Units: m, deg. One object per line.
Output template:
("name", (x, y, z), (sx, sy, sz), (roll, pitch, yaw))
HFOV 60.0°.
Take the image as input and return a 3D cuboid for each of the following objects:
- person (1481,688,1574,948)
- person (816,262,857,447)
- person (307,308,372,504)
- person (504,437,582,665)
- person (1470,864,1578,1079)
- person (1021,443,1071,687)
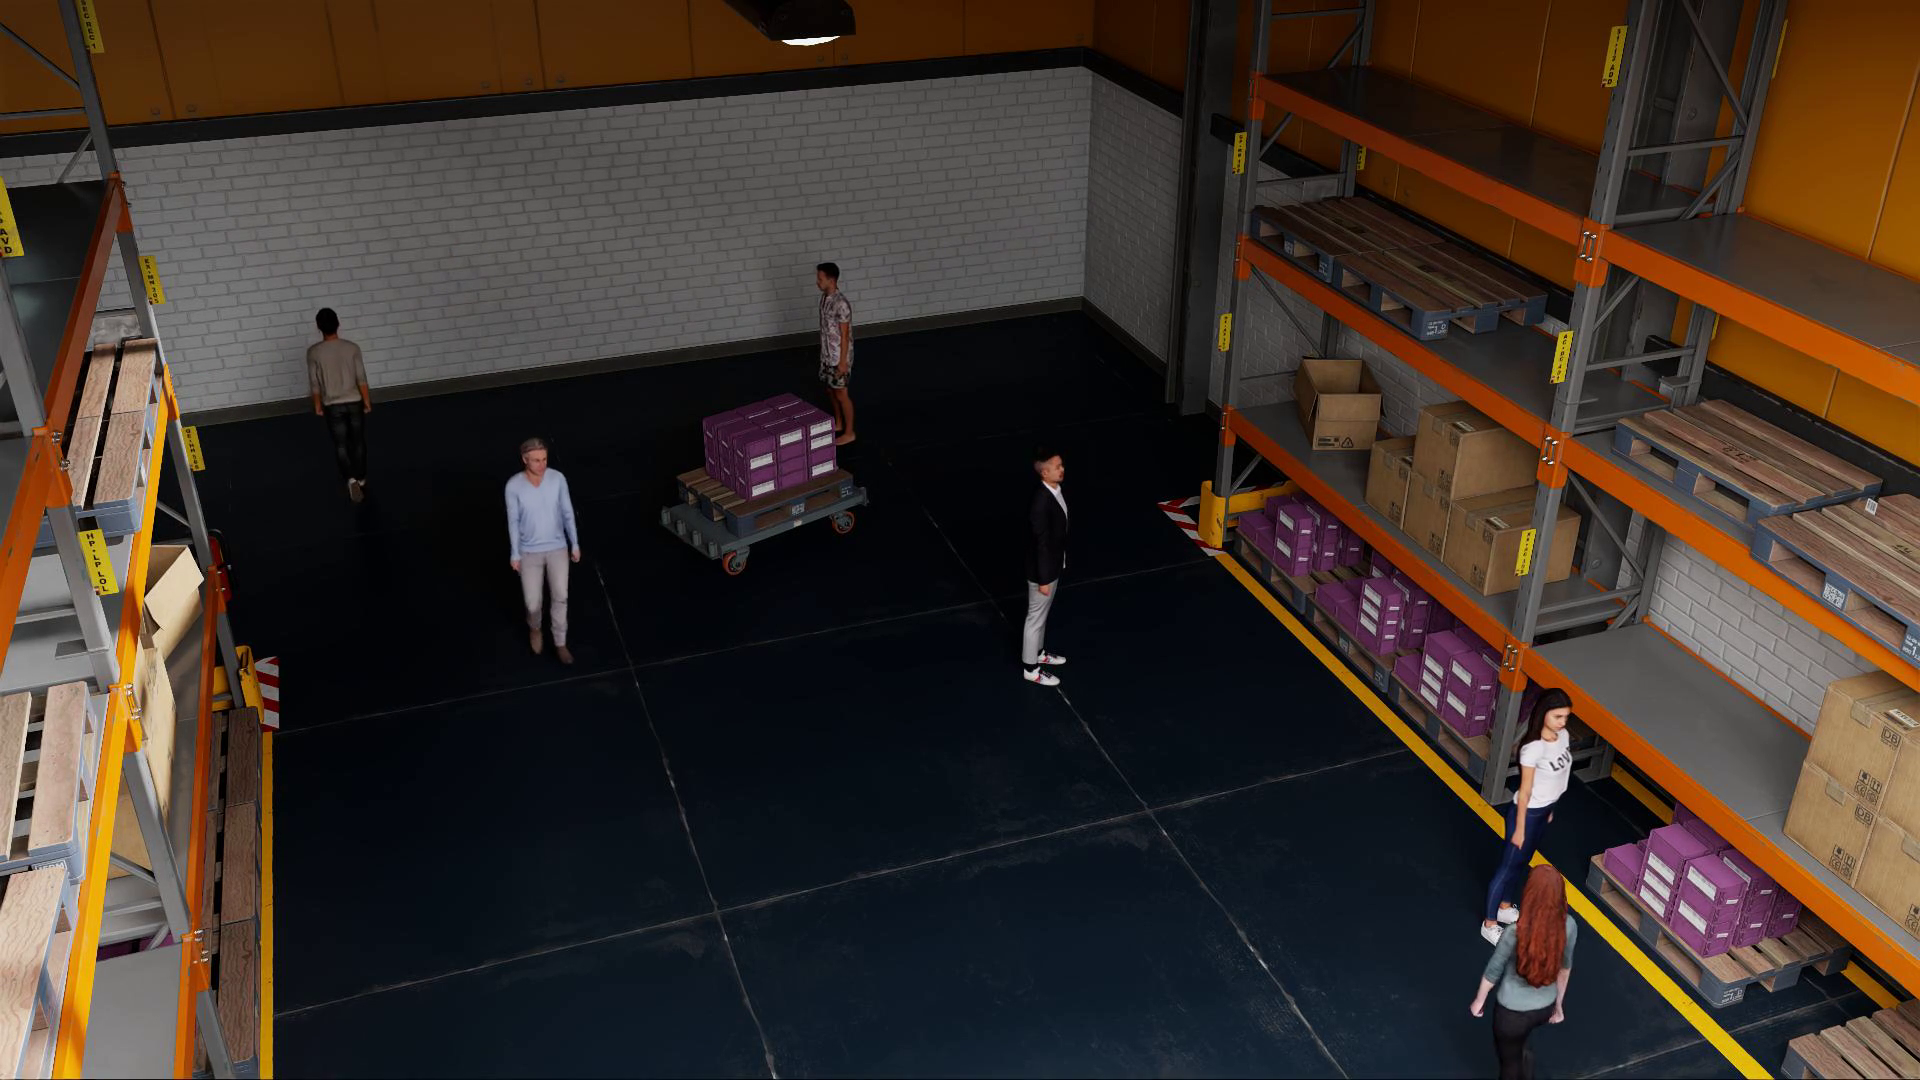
("person", (3.377, 1.640, 9.892), (0.656, 1.775, 0.661), (25, 37, 37))
("person", (-1.192, -1.837, 16.231), (0.763, 1.809, 0.550), (-14, 32, -24))
("person", (-5.581, -1.196, 15.080), (0.627, 1.785, 1.035), (-10, 30, -17))
("person", (-3.212, 0.055, 12.686), (0.755, 1.882, 0.799), (-15, 32, -26))
("person", (2.905, 2.446, 8.457), (0.599, 1.733, 0.602), (-8, 30, -14))
("person", (0.623, 0.147, 12.449), (0.855, 1.948, 0.754), (8, 30, 14))
